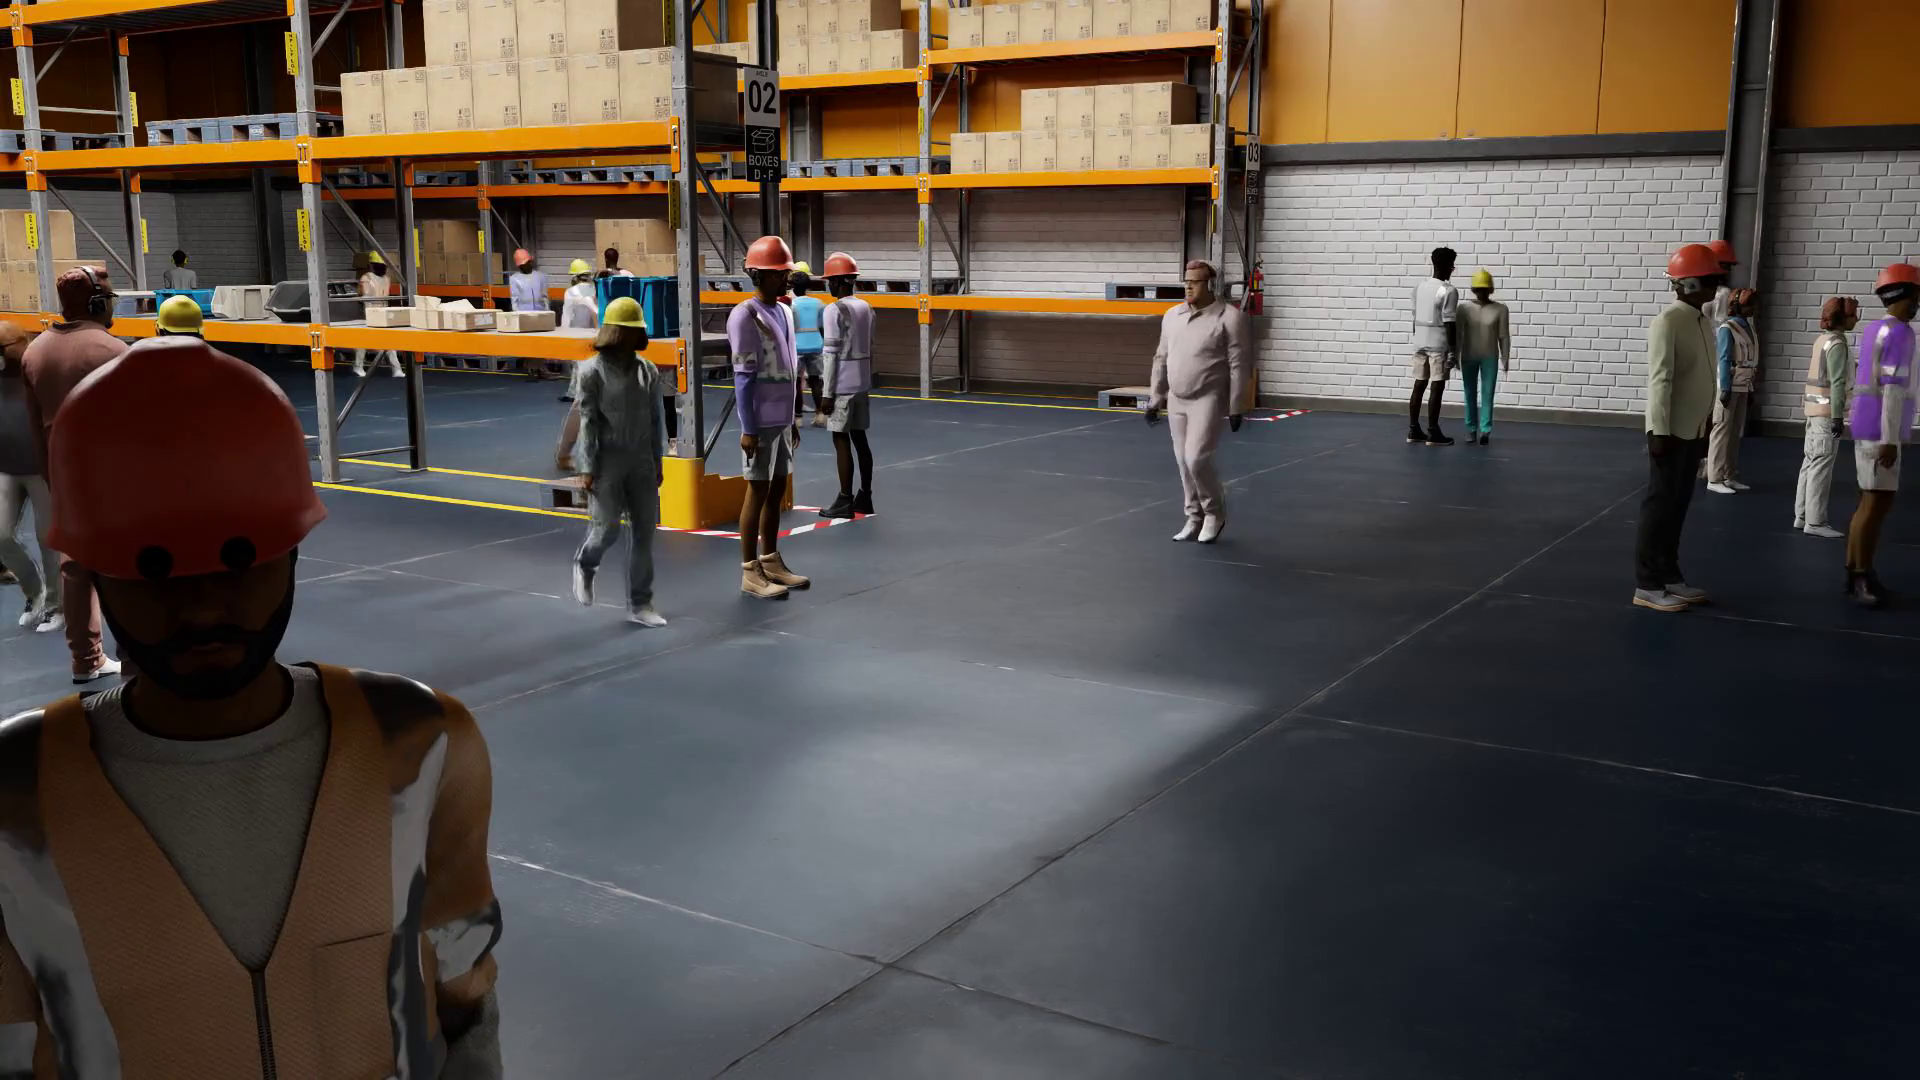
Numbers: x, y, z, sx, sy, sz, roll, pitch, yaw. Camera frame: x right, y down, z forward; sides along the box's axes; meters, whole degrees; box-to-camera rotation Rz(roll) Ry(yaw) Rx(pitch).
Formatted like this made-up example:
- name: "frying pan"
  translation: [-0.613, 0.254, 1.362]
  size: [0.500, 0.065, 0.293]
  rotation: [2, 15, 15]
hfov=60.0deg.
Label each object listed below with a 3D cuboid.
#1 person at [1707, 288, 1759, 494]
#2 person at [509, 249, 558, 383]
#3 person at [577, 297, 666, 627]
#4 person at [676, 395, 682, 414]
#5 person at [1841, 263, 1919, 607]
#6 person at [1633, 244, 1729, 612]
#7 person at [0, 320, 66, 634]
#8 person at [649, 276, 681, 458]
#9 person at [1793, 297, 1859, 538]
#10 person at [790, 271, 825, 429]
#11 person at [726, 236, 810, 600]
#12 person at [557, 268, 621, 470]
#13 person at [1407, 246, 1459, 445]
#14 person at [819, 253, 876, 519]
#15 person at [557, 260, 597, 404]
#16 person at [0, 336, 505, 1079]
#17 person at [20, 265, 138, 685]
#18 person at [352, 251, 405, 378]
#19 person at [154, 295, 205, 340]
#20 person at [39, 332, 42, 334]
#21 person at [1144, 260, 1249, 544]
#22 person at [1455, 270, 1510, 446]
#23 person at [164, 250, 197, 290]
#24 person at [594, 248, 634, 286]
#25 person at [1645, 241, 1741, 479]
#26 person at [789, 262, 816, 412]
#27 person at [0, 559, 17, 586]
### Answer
- name: "person"
  translation: [6.218, -1.195, 13.364]
  size: [0.512, 1.641, 0.307]
  rotation: [-10, 14, -44]
- name: "person"
  translation: [-6.045, -3.177, 23.662]
  size: [0.720, 1.892, 0.434]
  rotation: [-8, 13, -38]
- name: "person"
  translation: [-1.799, -0.416, 8.774]
  size: [0.500, 1.726, 0.568]
  rotation: [-9, 14, -42]
- name: "person"
  translation: [-3.199, -2.223, 19.148]
  size: [0.608, 1.610, 0.529]
  rotation: [9, 14, 42]
- name: "person"
  translation: [5.195, -0.584, 9.310]
  size: [0.351, 1.901, 0.736]
  rotation: [3, 11, 15]
- name: "person"
  translation: [3.966, -0.618, 9.170]
  size: [0.370, 1.996, 0.622]
  rotation: [10, 14, 42]
- name: "person"
  translation: [-4.806, -0.314, 8.538]
  size: [0.523, 1.618, 0.347]
  rotation: [0, 10, 2]
- name: "person"
  translation: [-2.816, -1.597, 15.447]
  size: [0.531, 1.692, 0.320]
  rotation: [1, 10, 3]
- name: "person"
  translation: [5.954, -0.842, 11.411]
  size: [0.310, 1.638, 0.522]
  rotation: [3, 11, 14]
- name: "person"
  translation: [-1.685, -2.039, 17.876]
  size: [0.556, 1.692, 0.325]
  rotation: [-6, 12, -30]
- name: "person"
  translation: [-1.065, -0.691, 9.453]
  size: [0.376, 2.041, 0.615]
  rotation: [4, 11, 19]
- name: "person"
  translation: [-3.168, -1.475, 14.536]
  size: [0.982, 1.790, 0.663]
  rotation: [6, 12, 31]
- name: "person"
  translation: [4.707, -1.916, 16.478]
  size: [0.373, 1.958, 0.604]
  rotation: [-5, 11, -27]
- name: "person"
  translation: [-0.847, -1.124, 12.175]
  size: [0.381, 1.932, 0.544]
  rotation: [6, 12, 30]
- name: "person"
  translation: [-4.617, -2.520, 20.312]
  size: [0.915, 1.788, 0.607]
  rotation: [6, 12, 30]
- name: "person"
  translation: [-0.693, 0.769, 1.653]
  size: [0.553, 1.935, 0.362]
  rotation: [-7, 12, -34]
- name: "person"
  translation: [-3.877, -0.278, 7.542]
  size: [0.639, 1.911, 0.406]
  rotation: [4, 11, 22]
- name: "person"
  translation: [-8.607, -3.314, 24.475]
  size: [1.006, 1.878, 0.576]
  rotation: [6, 12, 29]
- name: "person"
  translation: [-3.754, -0.305, 8.108]
  size: [0.522, 1.761, 0.322]
  rotation: [-9, 14, -41]
- name: "person"
  translation: [-11.592, -2.805, 21.487]
  size: [0.366, 1.927, 0.591]
  rotation: [9, 14, 41]
- name: "person"
  translation: [1.555, -0.910, 11.096]
  size: [0.446, 1.891, 0.647]
  rotation: [-9, 14, -41]
- name: "person"
  translation: [5.119, -1.779, 16.367]
  size: [0.528, 1.713, 0.900]
  rotation: [4, 11, 20]
- name: "person"
  translation: [-12.370, -3.677, 26.489]
  size: [0.538, 1.866, 0.313]
  rotation: [-2, 10, -10]
- name: "person"
  translation: [-4.773, -3.078, 23.042]
  size: [0.589, 1.913, 0.380]
  rotation: [-7, 12, -34]
- name: "person"
  translation: [6.199, -1.488, 13.924]
  size: [0.839, 2.014, 0.610]
  rotation: [-1, 10, -6]
- name: "person"
  translation: [-1.875, -2.389, 19.627]
  size: [0.314, 1.769, 0.524]
  rotation: [-4, 11, -20]
- name: "person"
  translation: [-5.693, -0.588, 9.525]
  size: [0.552, 1.810, 0.591]
  rotation: [7, 13, 35]
